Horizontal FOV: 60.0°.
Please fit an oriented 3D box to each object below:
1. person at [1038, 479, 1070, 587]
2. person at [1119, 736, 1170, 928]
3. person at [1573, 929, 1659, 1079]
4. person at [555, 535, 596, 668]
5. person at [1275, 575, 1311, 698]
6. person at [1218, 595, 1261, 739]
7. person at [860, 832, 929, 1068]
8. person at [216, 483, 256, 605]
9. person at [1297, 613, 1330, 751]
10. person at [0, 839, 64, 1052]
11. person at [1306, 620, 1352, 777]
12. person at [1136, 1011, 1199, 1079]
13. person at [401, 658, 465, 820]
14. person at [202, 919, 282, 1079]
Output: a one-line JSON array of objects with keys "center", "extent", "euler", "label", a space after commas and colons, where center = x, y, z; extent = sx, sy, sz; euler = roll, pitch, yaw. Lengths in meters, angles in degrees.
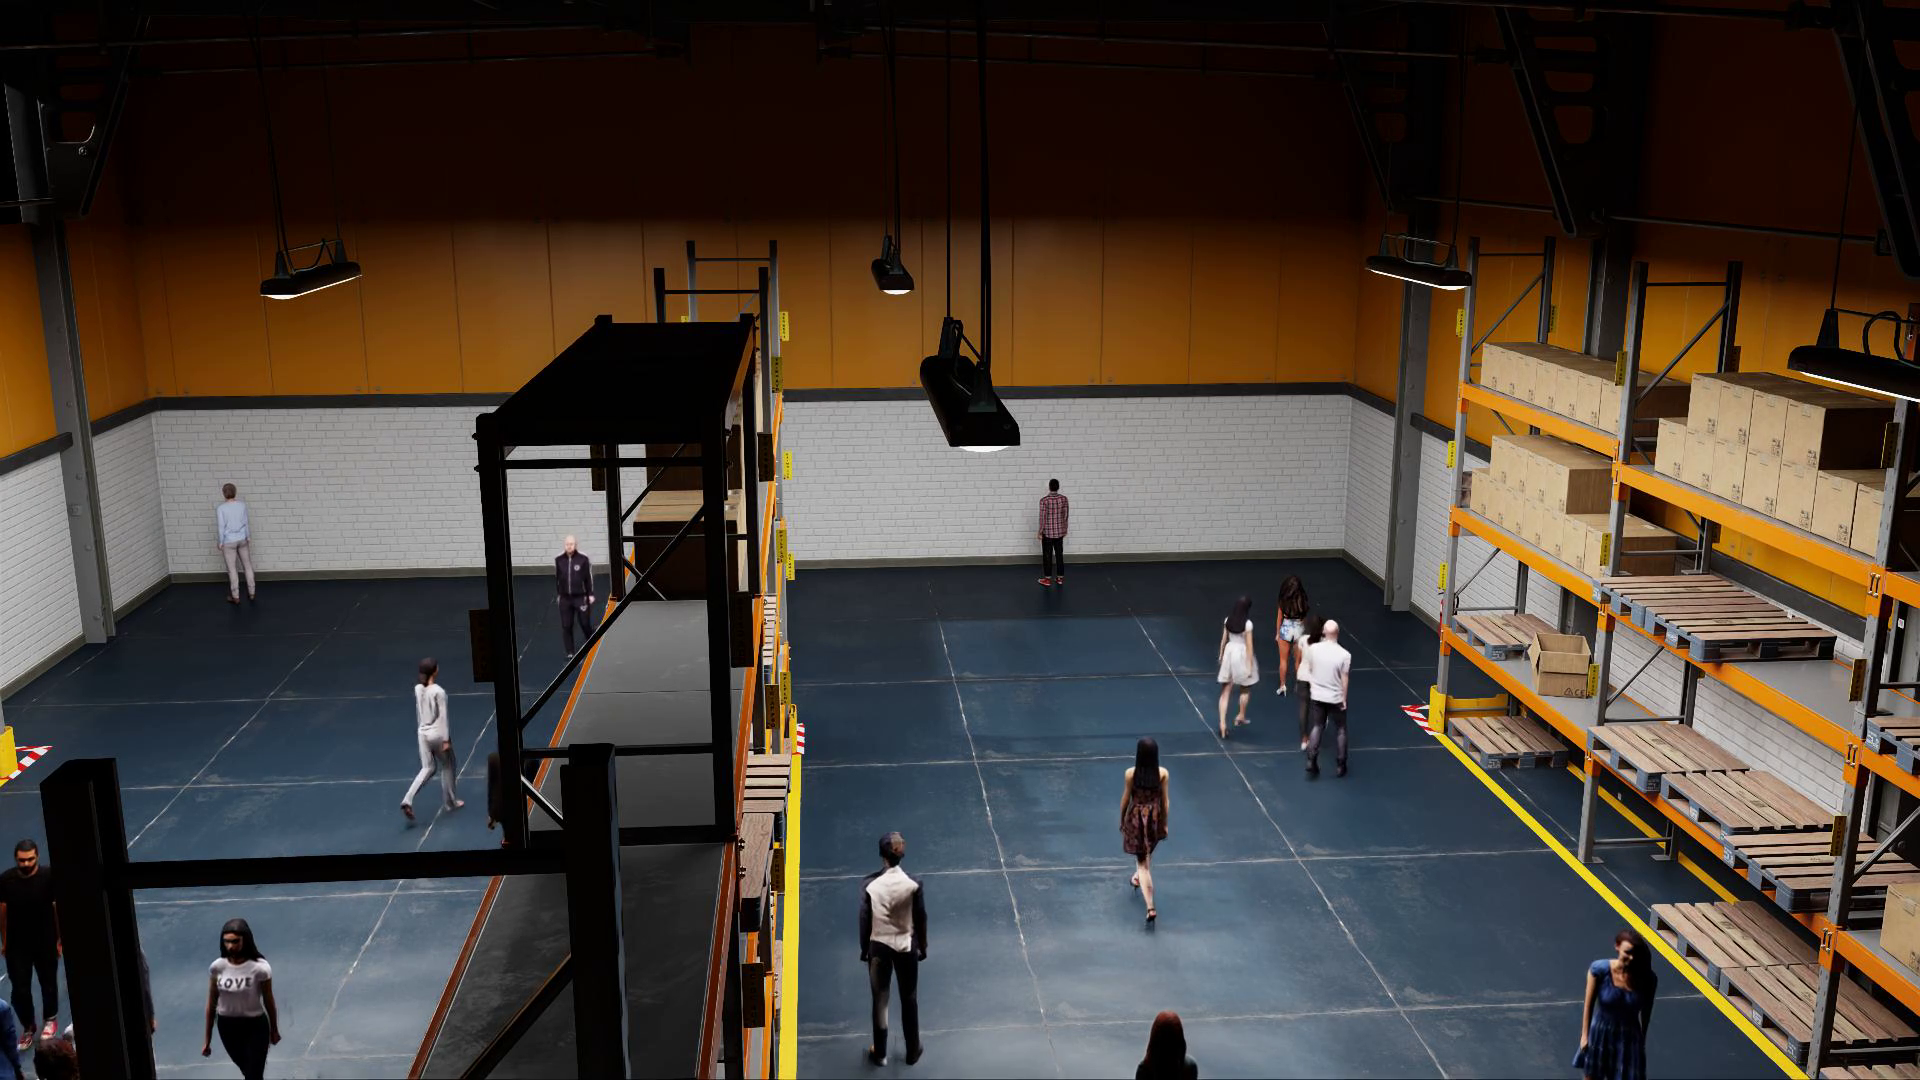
[{"center": [1.516, -0.145, 27.087], "extent": [0.766, 1.761, 0.728], "euler": [-6, 15, -24], "label": "person"}, {"center": [1.719, 2.716, 15.372], "extent": [0.601, 1.715, 1.130], "euler": [-1, 14, -6], "label": "person"}, {"center": [4.591, 3.563, 11.759], "extent": [0.919, 1.768, 1.217], "euler": [4, 14, 15], "label": "person"}, {"center": [-5.322, 0.795, 23.083], "extent": [0.768, 1.820, 1.027], "euler": [1, 14, 2], "label": "person"}, {"center": [4.307, 1.244, 21.643], "extent": [0.570, 1.625, 0.559], "euler": [-2, 14, -8], "label": "person"}, {"center": [3.320, 1.554, 20.101], "extent": [1.028, 1.748, 1.086], "euler": [10, 17, 36], "label": "person"}, {"center": [-0.525, 3.197, 13.011], "extent": [0.686, 1.891, 0.578], "euler": [-1, 14, -2], "label": "person"}, {"center": [-11.363, 0.030, 26.086], "extent": [0.798, 1.894, 0.751], "euler": [13, 18, 42], "label": "person"}, {"center": [4.161, 1.721, 19.761], "extent": [0.870, 1.583, 1.189], "euler": [5, 14, 19], "label": "person"}, {"center": [-7.439, 3.184, 13.386], "extent": [0.733, 1.740, 0.730], "euler": [-4, 14, -15], "label": "person"}, {"center": [4.129, 1.811, 18.877], "extent": [0.916, 1.824, 0.996], "euler": [10, 17, 35], "label": "person"}, {"center": [1.310, 3.841, 10.669], "extent": [0.561, 1.742, 0.521], "euler": [-2, 14, -7], "label": "person"}, {"center": [-5.664, 2.135, 17.695], "extent": [0.942, 1.750, 1.089], "euler": [8, 16, 29], "label": "person"}, {"center": [-5.127, 3.517, 12.010], "extent": [0.713, 1.740, 1.054], "euler": [1, 14, 4], "label": "person"}]
